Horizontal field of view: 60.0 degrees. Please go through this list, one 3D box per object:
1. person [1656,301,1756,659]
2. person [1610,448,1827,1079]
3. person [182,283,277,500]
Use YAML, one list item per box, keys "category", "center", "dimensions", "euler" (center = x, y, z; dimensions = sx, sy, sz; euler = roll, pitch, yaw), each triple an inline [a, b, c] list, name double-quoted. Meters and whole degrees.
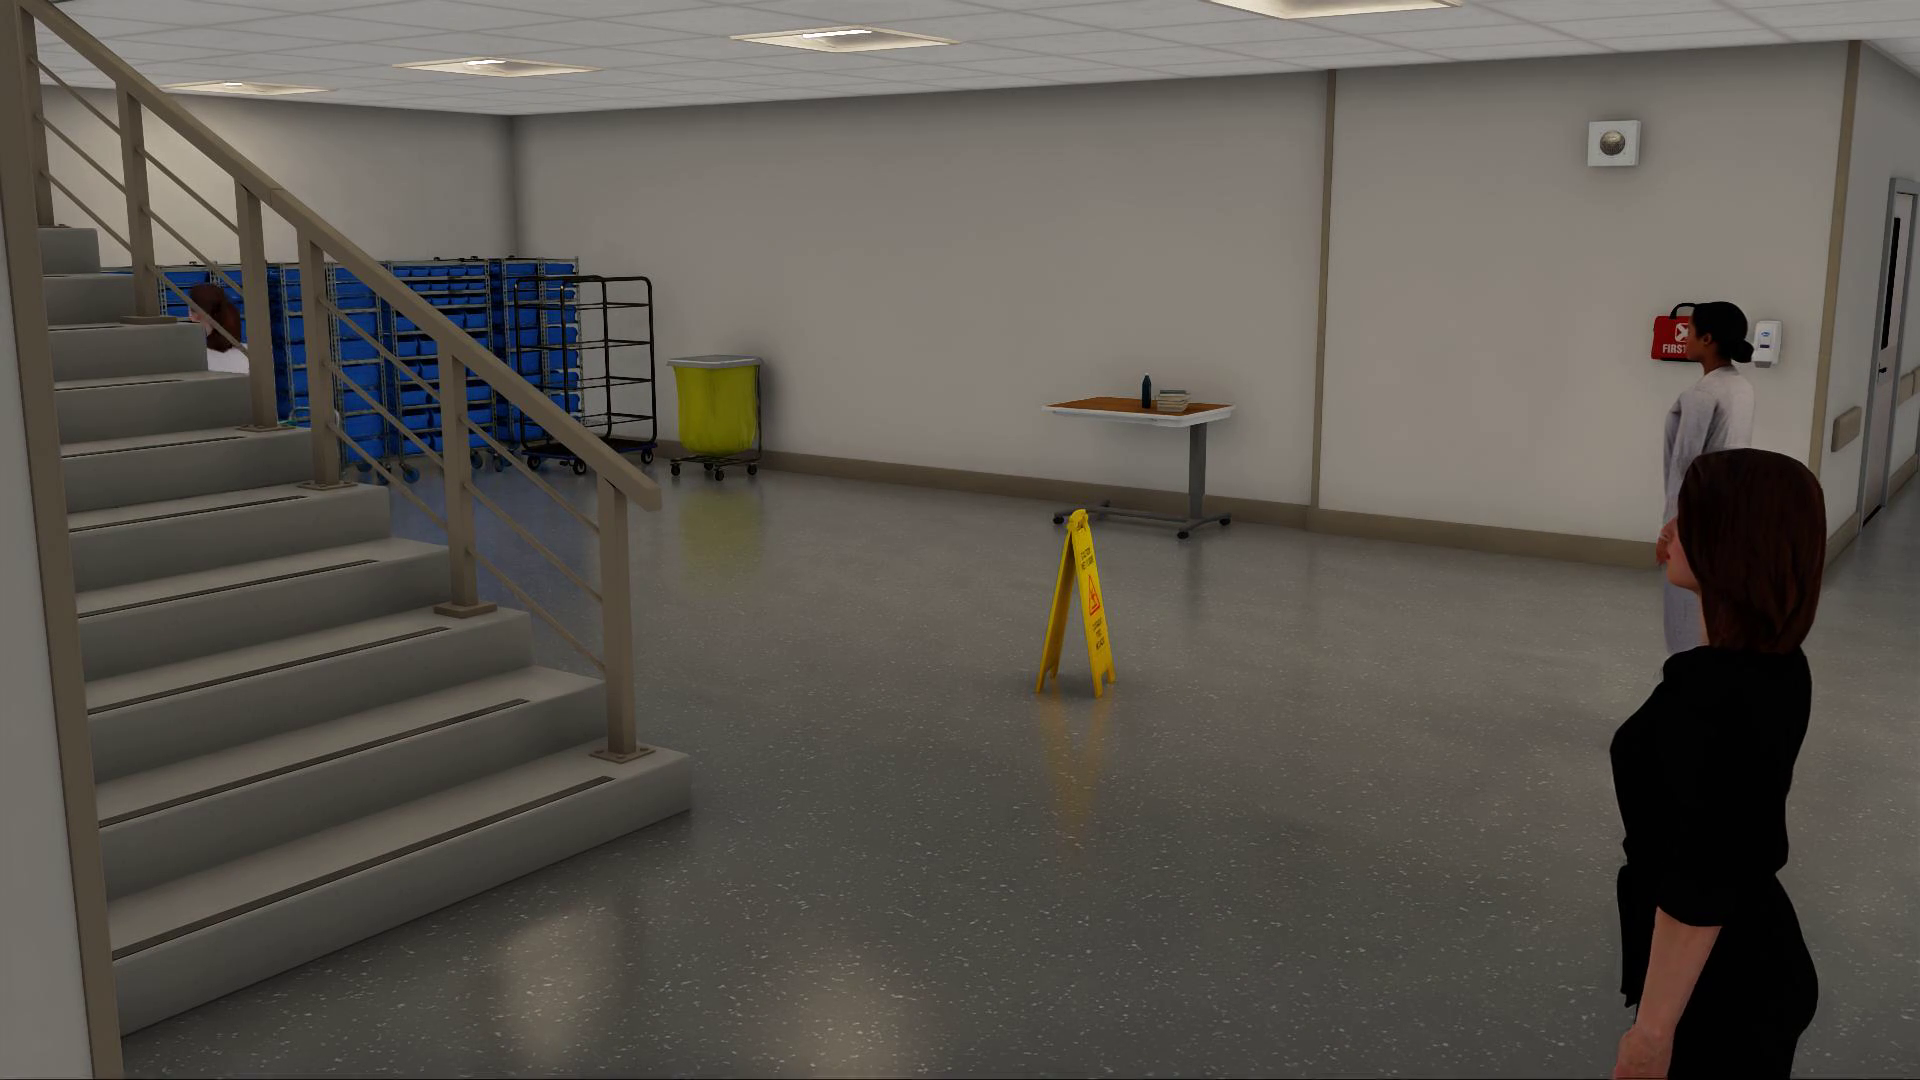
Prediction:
- category: "person"
  center: [2.891, -0.051, 6.423]
  dimensions: [0.659, 1.733, 0.610]
  euler: [-10, 15, -43]
- category: "person"
  center: [1.144, 0.704, 2.514]
  dimensions: [0.520, 1.706, 0.603]
  euler: [9, 14, 40]
- category: "person"
  center: [-3.361, -0.308, 7.761]
  dimensions: [0.646, 1.738, 0.580]
  euler: [8, 13, 36]
